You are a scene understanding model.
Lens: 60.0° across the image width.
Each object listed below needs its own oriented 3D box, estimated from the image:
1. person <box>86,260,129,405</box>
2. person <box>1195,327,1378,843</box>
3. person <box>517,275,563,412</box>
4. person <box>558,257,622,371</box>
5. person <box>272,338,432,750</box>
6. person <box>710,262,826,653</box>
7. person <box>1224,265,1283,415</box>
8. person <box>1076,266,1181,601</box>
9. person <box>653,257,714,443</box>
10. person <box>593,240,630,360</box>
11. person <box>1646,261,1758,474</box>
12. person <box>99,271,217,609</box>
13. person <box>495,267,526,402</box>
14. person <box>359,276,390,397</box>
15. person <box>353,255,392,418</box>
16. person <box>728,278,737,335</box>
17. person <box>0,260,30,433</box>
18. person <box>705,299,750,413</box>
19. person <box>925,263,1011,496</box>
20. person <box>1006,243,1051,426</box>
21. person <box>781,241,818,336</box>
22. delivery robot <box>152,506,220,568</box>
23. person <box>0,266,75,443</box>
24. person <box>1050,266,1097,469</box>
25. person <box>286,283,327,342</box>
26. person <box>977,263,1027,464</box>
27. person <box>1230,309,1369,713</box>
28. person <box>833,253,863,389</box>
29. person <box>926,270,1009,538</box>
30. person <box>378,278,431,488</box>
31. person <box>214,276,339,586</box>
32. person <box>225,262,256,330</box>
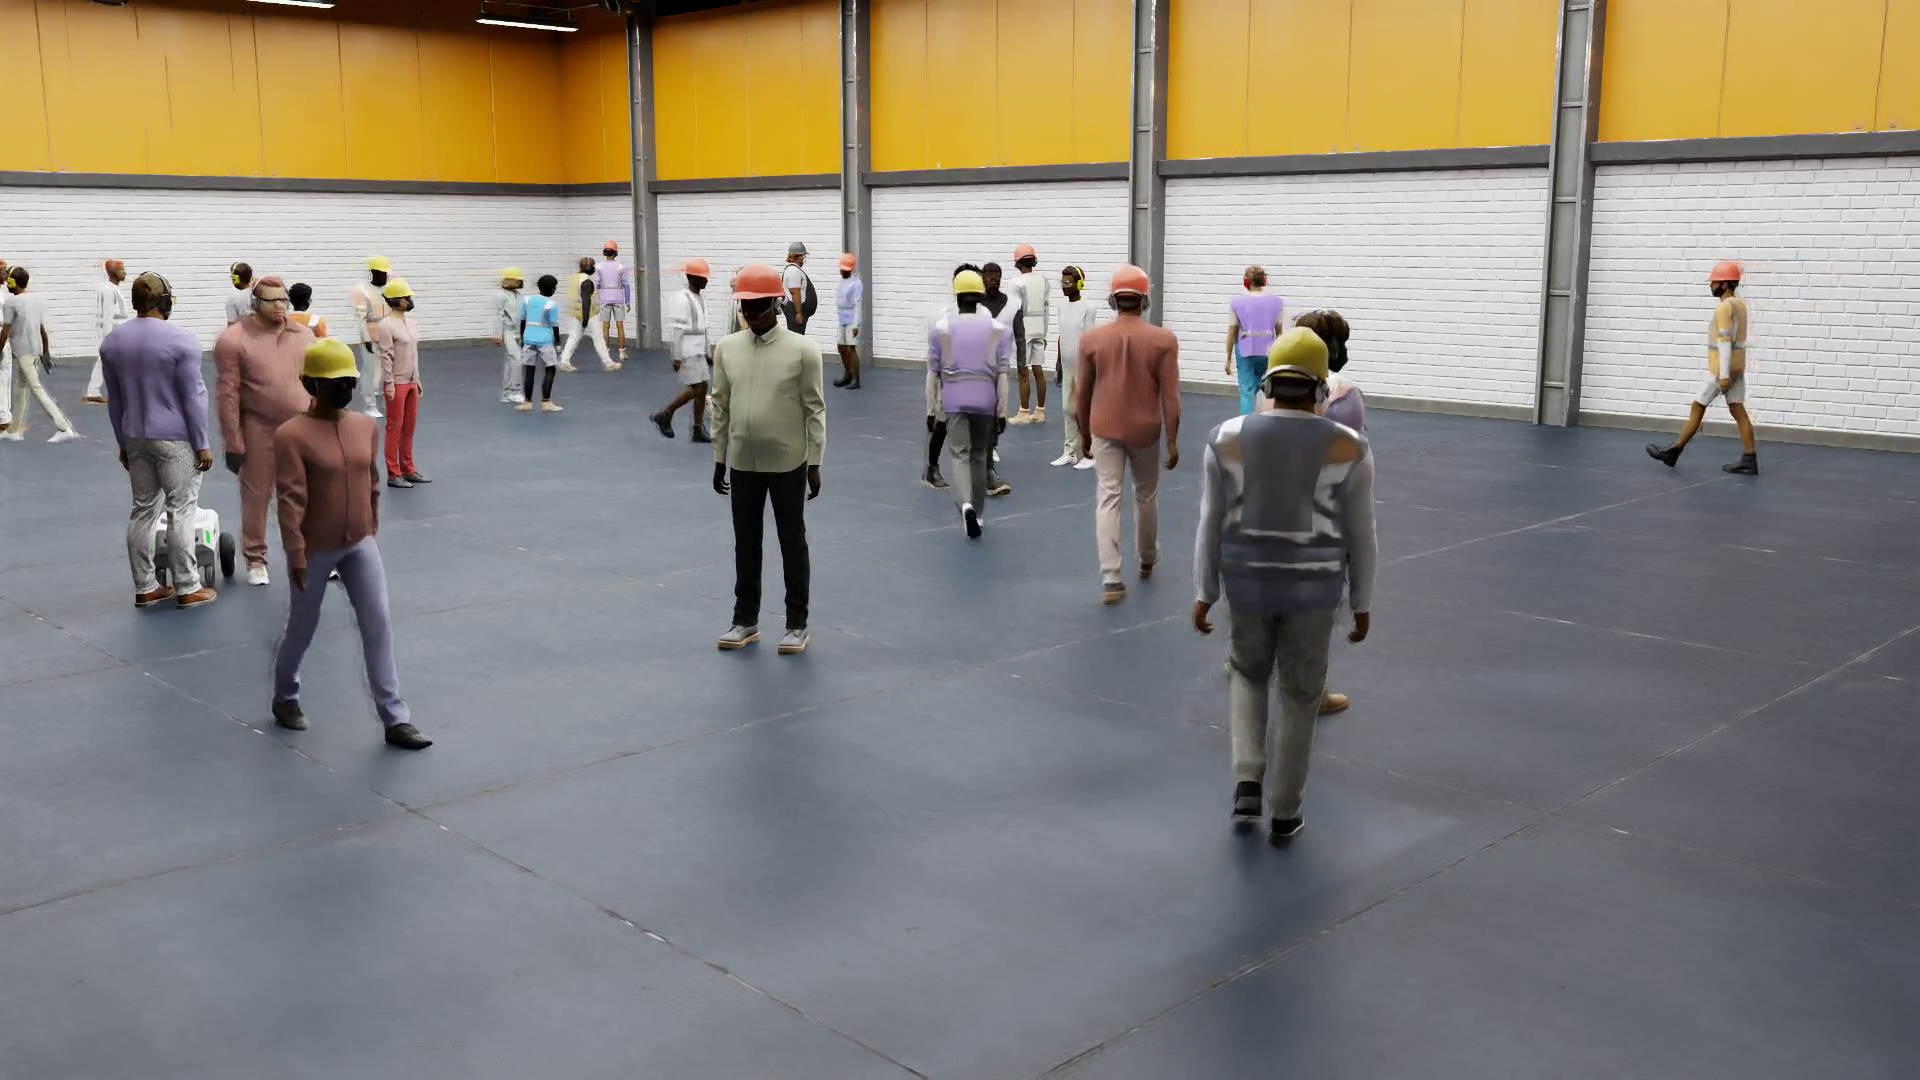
[{"bbox_3d":[-10.605,-2.618,21.029,1.030,1.819,0.578,-5,12,-26],"label":"person"},{"bbox_3d":[1.148,0.165,5.851,0.624,1.816,0.439,4,11,19],"label":"person"},{"bbox_3d":[-5.122,-2.373,20.135,0.669,1.662,0.316,4,11,22],"label":"person"},{"bbox_3d":[-5.873,-3.533,26.114,0.984,1.798,0.638,-6,12,-30],"label":"person"},{"bbox_3d":[-2.656,0.007,6.999,0.916,1.720,0.540,7,13,34],"label":"person"},{"bbox_3d":[-0.992,-0.408,8.494,0.618,1.993,0.396,3,11,17],"label":"person"},{"bbox_3d":[2.946,-1.827,16.672,0.561,1.833,0.432,-2,11,-11],"label":"person"},{"bbox_3d":[1.013,-0.657,9.978,0.642,1.938,1.073,2,11,12],"label":"person"},{"bbox_3d":[-2.778,-1.933,17.031,0.590,1.914,0.572,3,11,14],"label":"person"},{"bbox_3d":[-5.949,-4.090,28.440,0.615,2.042,0.376,-1,10,-7],"label":"person"},{"bbox_3d":[6.797,-1.553,15.010,0.996,1.886,0.570,9,14,42],"label":"person"},{"bbox_3d":[-4.579,-0.560,9.523,0.622,1.932,0.376,3,11,15],"label":"person"},{"bbox_3d":[-5.640,-2.606,21.203,0.646,1.719,0.507,4,11,21],"label":"person"},{"bbox_3d":[-7.623,-2.670,21.870,0.764,1.607,0.552,-4,11,-21],"label":"person"},{"bbox_3d":[-6.725,-2.352,19.347,0.745,1.896,0.600,9,13,39],"label":"person"},{"bbox_3d":[-2.593,-2.302,19.805,0.311,1.635,0.520,4,11,21],"label":"person"},{"bbox_3d":[-10.404,-2.106,18.055,0.355,1.885,0.575,-4,11,-20],"label":"person"},{"bbox_3d":[-2.547,-2.273,19.218,0.842,1.814,0.511,-1,10,-6],"label":"person"},{"bbox_3d":[0.019,-1.312,13.691,0.607,1.906,1.022,-8,13,-36],"label":"person"},{"bbox_3d":[0.740,-2.306,18.722,0.609,2.040,0.394,-9,13,-39],"label":"person"},{"bbox_3d":[-2.389,-3.420,24.792,0.537,2.000,0.675,-2,11,-11],"label":"person"},{"bbox_3d":[-4.704,-0.030,10.106,0.477,0.478,0.707,-4,11,-20],"label":"delivery robot"},{"bbox_3d":[-9.614,-1.899,17.127,0.959,1.829,0.508,1,10,3],"label":"person"},{"bbox_3d":[1.055,-1.577,15.253,0.330,1.861,0.506,-8,13,-38],"label":"person"},{"bbox_3d":[-6.230,-1.585,15.756,0.537,1.684,0.329,1,10,5],"label":"person"},{"bbox_3d":[0.308,-1.609,15.378,0.601,1.874,0.983,-2,11,-12],"label":"person"},{"bbox_3d":[1.468,-0.084,7.199,0.623,1.822,0.633,-4,11,-22],"label":"person"},{"bbox_3d":[-1.559,-3.026,23.061,0.501,1.888,0.627,-9,13,-39],"label":"person"},{"bbox_3d":[0.065,-0.963,11.834,0.592,1.896,0.854,-1,10,-7],"label":"person"},{"bbox_3d":[-4.748,-1.327,14.161,0.348,1.776,0.535,2,11,10],"label":"person"},{"bbox_3d":[-4.146,-0.651,10.172,0.642,1.885,0.691,9,14,40],"label":"person"},{"bbox_3d":[-7.384,-1.952,17.307,0.380,1.853,0.561,7,12,33],"label":"person"}]
